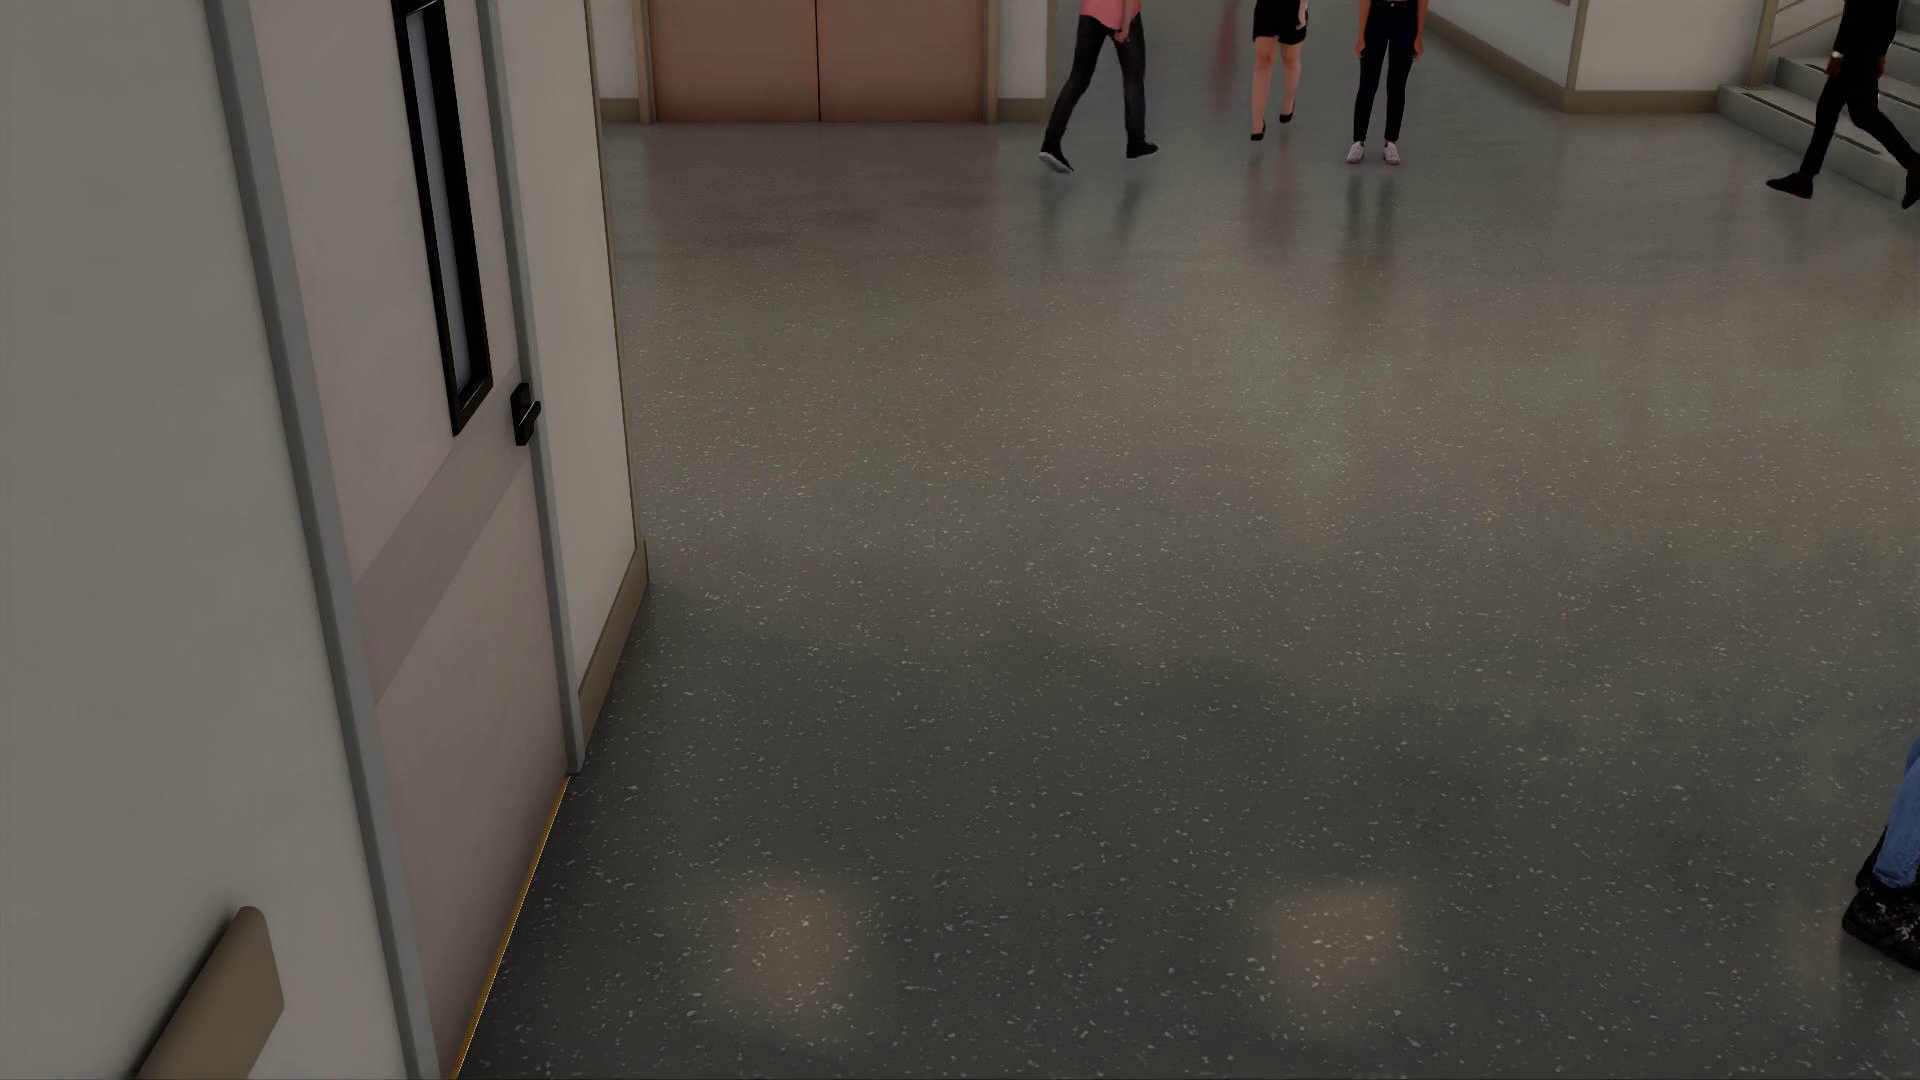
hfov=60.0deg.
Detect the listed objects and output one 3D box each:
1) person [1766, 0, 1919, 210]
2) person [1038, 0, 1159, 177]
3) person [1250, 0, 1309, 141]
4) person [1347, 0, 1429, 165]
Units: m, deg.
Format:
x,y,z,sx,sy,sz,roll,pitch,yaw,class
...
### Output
x,y,z,sx,sy,sz,roll,pitch,yaw,class
5.231,-2.775,9.434,1.182,1.772,1.215,-23,34,-39,person
0.824,-3.152,10.059,1.246,1.906,1.239,21,33,37,person
2.194,-3.531,11.194,1.075,1.604,0.854,9,27,18,person
2.721,-3.218,10.516,0.521,1.628,0.671,5,26,11,person
